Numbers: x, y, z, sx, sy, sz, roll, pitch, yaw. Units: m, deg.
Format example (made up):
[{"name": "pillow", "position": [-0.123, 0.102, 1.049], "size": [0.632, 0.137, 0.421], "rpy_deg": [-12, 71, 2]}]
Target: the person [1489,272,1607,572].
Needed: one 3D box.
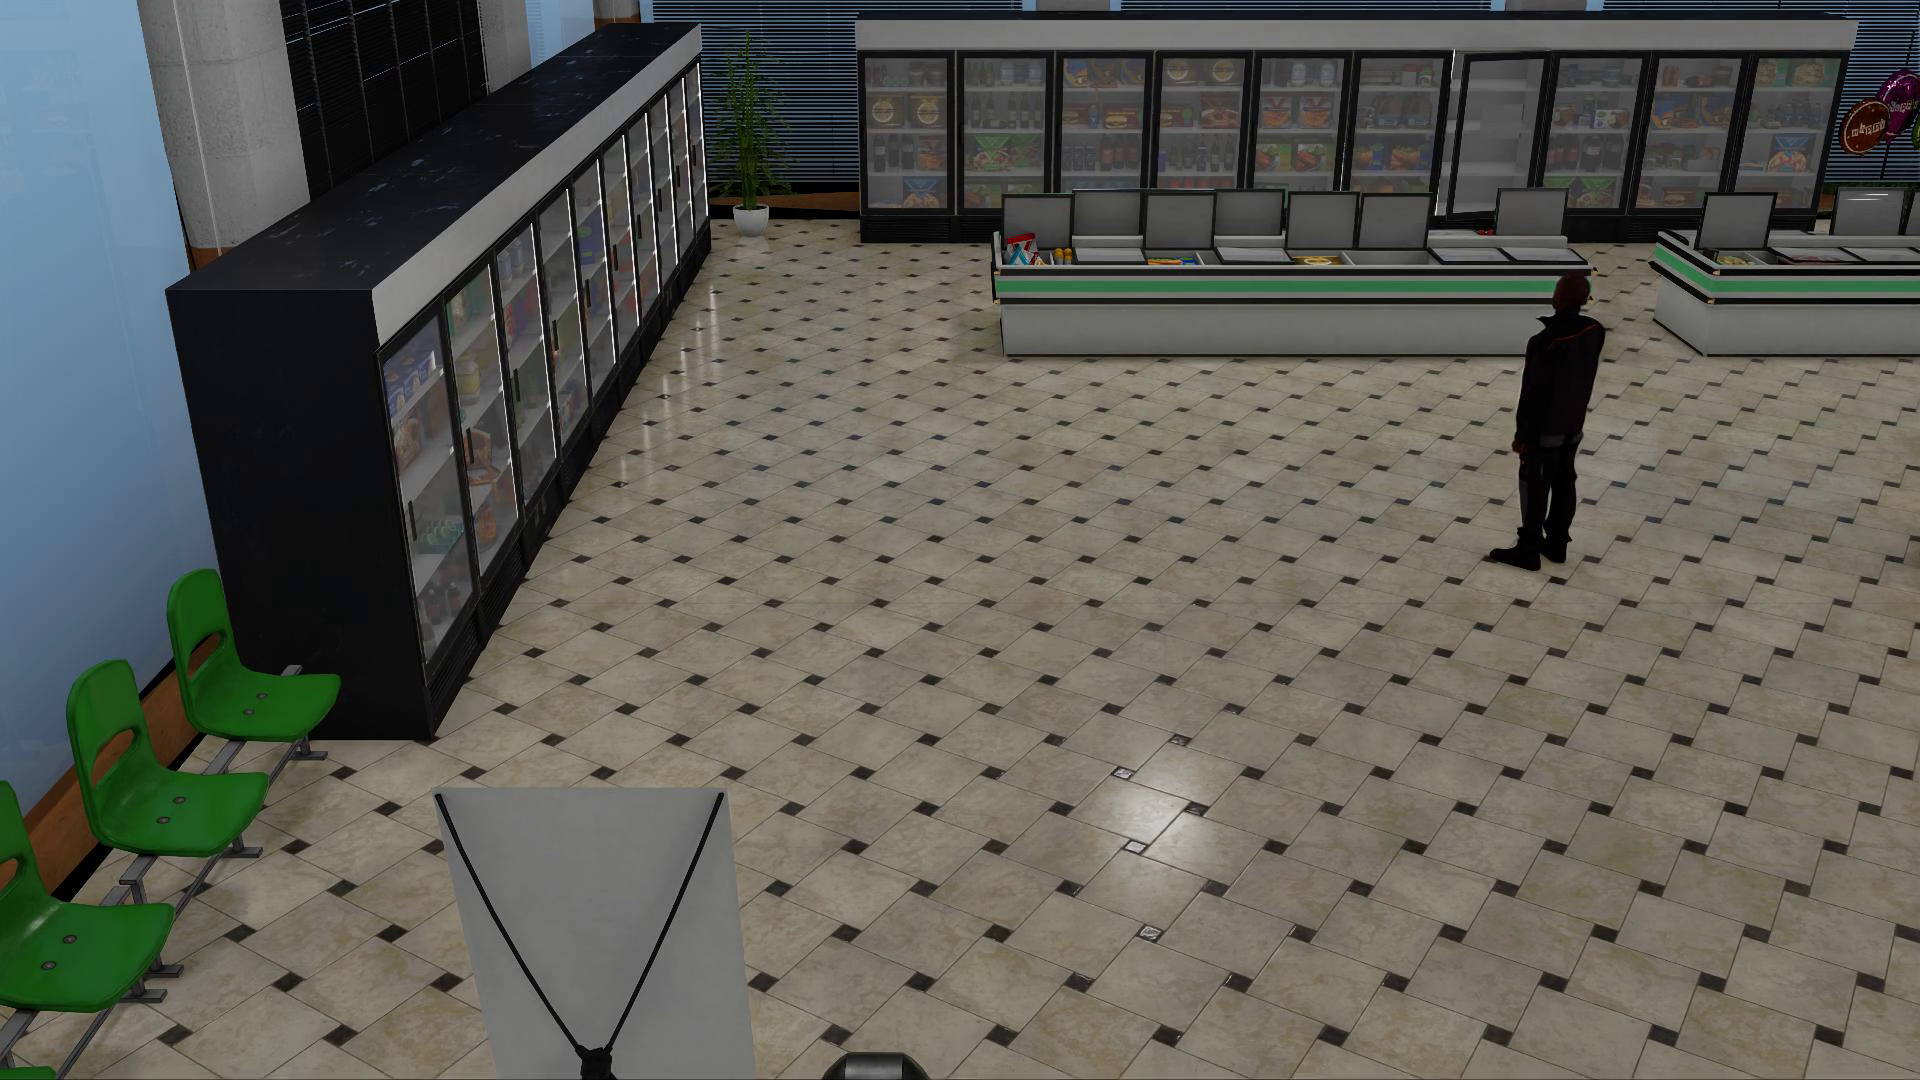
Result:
[{"name": "person", "position": [3.544, -0.704, 9.895], "size": [0.718, 1.826, 0.848], "rpy_deg": [-12, 26, -26]}]
